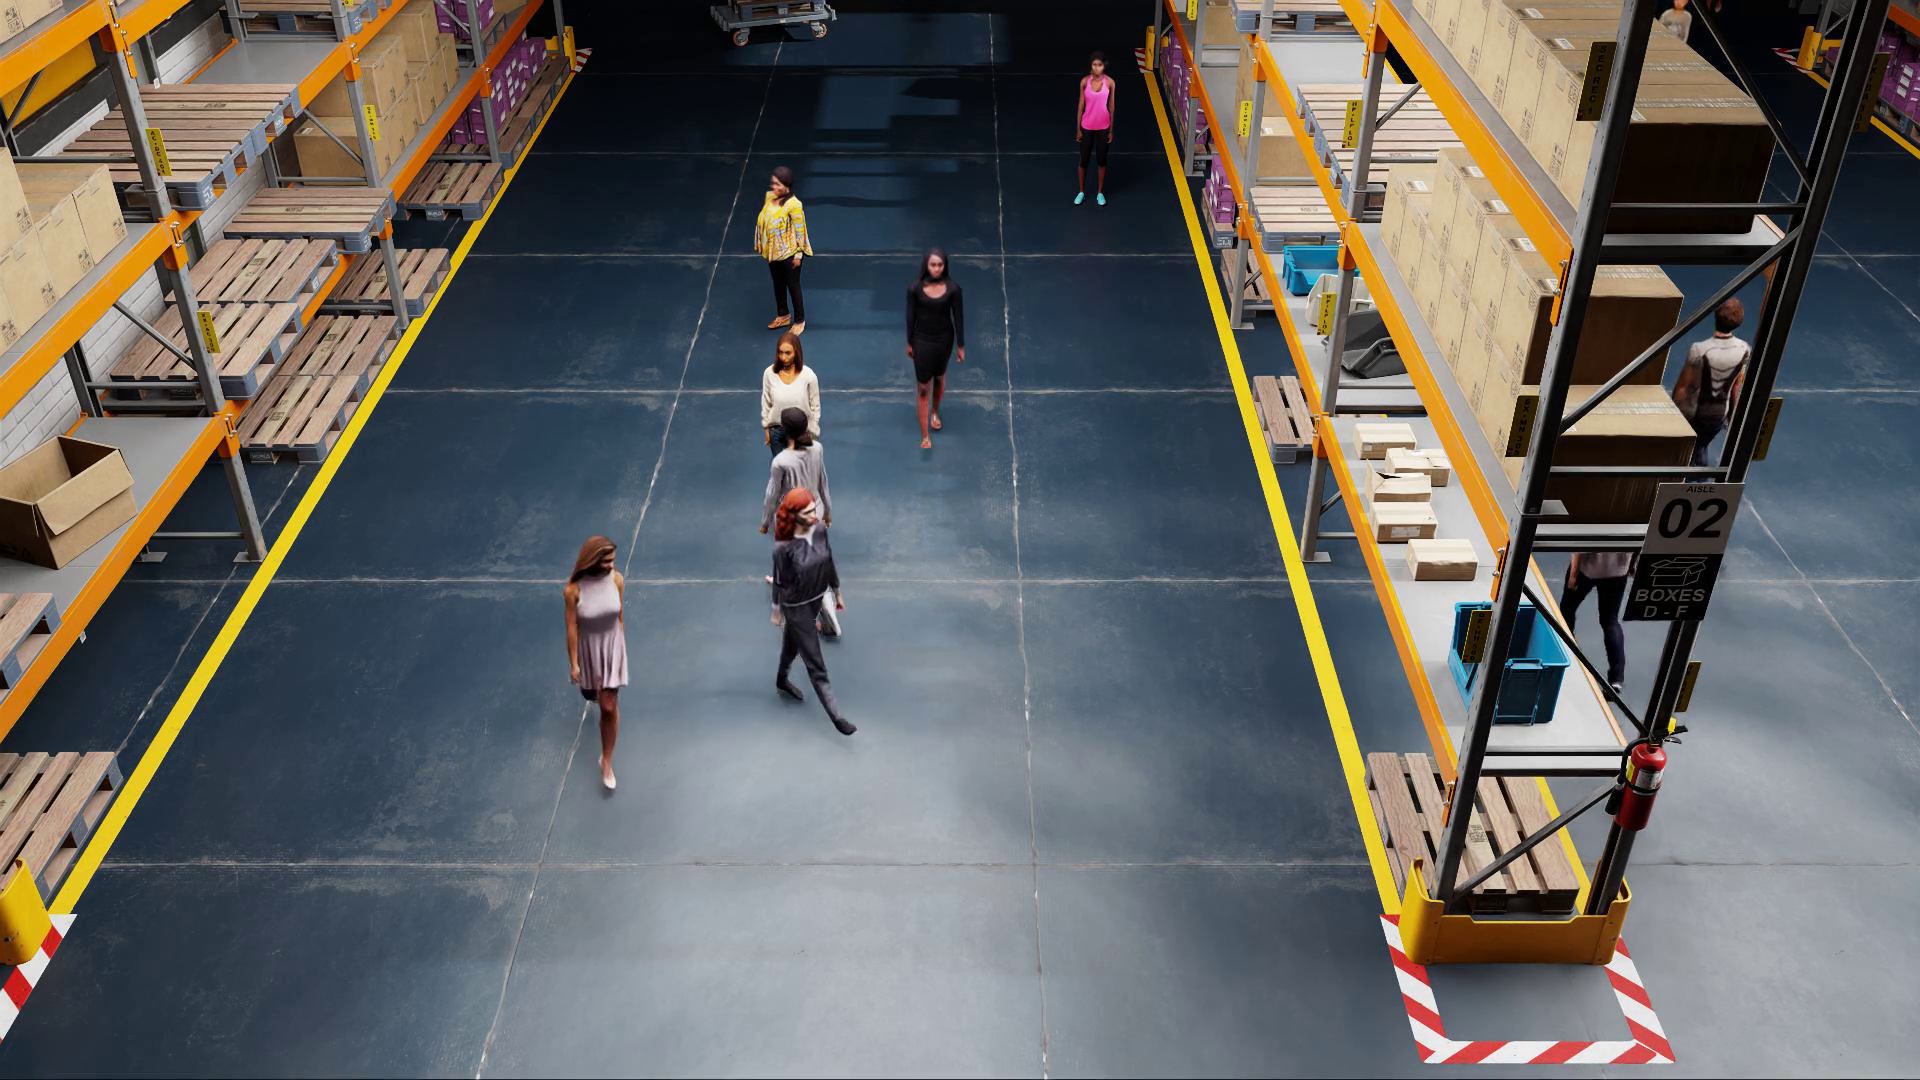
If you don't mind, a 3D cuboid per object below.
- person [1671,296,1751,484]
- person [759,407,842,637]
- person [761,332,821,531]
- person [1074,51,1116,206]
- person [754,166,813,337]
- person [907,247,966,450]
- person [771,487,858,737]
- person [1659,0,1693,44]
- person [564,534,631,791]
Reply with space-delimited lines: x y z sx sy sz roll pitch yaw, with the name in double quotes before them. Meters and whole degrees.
"person" 5.737 -0.938 12.755 0.684 1.885 0.683 -2 34 -3
"person" -1.059 -0.080 11.609 1.068 1.725 1.147 -27 42 -35
"person" -1.280 -0.831 12.777 0.639 1.682 0.577 5 34 7
"person" 1.496 -4.543 18.324 0.585 1.724 0.569 3 34 5
"person" -1.650 -2.717 15.638 0.886 1.656 0.945 28 43 36
"person" -0.220 -1.682 14.047 0.688 1.694 0.994 -2 34 -4
"person" -1.093 0.400 10.876 1.108 1.736 1.083 27 42 34
"person" 9.037 -6.283 21.210 0.807 1.428 1.066 13 36 18
"person" -2.297 0.691 10.457 0.831 1.715 1.159 -10 35 -14
